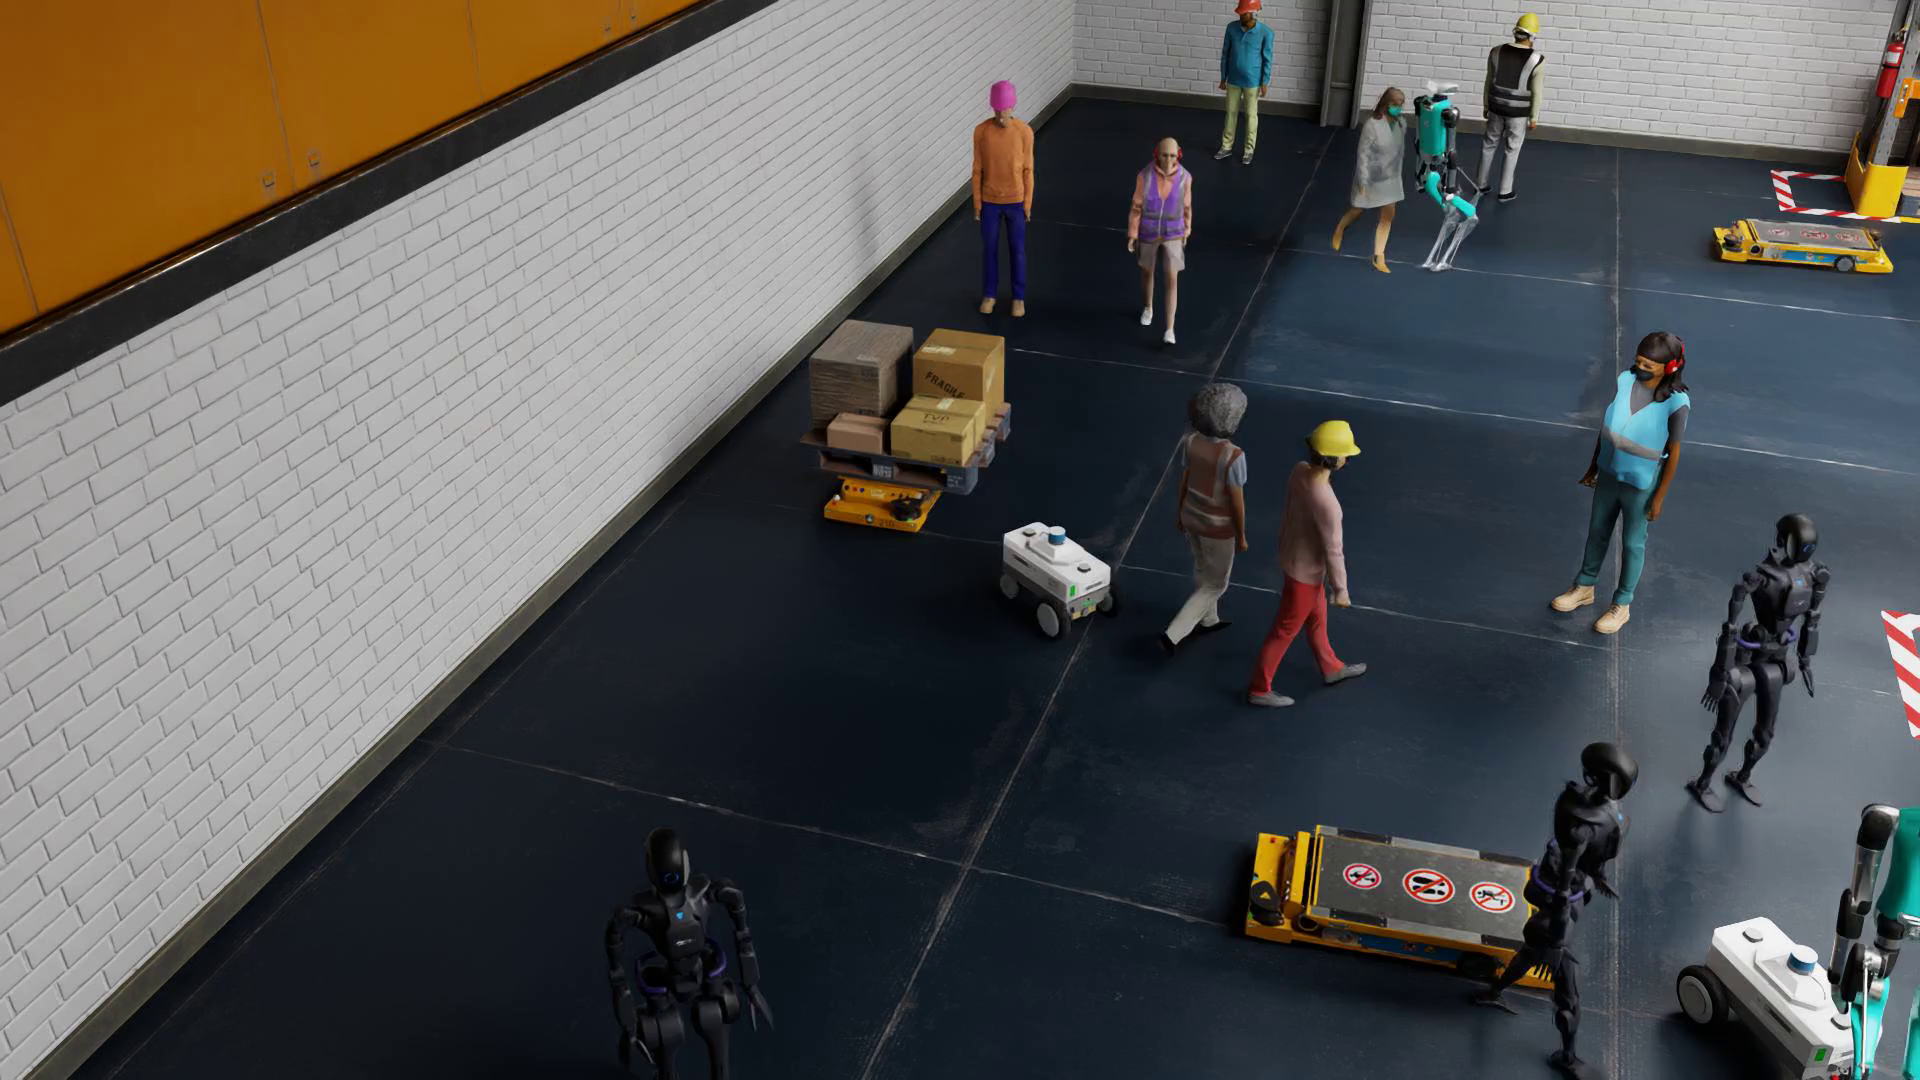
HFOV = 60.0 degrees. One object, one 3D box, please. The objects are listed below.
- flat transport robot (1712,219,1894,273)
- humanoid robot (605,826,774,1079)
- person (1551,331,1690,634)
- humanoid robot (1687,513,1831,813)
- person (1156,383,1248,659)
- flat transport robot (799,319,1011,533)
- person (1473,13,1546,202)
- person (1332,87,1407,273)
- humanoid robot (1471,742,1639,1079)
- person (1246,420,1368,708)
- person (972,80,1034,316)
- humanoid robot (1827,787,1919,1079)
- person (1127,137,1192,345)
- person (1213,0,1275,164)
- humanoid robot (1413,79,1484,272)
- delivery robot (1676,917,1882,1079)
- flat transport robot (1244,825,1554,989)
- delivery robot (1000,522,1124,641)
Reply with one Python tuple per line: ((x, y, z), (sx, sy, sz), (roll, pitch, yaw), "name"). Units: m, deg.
((7.694, -2.691, 15.203), (1.431, 0.231, 0.659), (7, 31, 13), "flat transport robot")
((-1.046, 1.706, 6.355), (0.595, 1.640, 0.619), (-13, 33, -20), "humanoid robot")
((3.874, -0.345, 9.632), (0.389, 1.871, 0.529), (-19, 35, -29), "person")
((3.947, 0.614, 8.192), (0.585, 1.655, 0.334), (-8, 31, -14), "humanoid robot")
((1.370, -0.081, 9.374), (0.670, 1.666, 0.453), (-20, 36, -30), "person")
((-0.379, -0.505, 11.484), (0.659, 0.231, 1.431), (9, 32, 15), "flat transport robot")
((5.398, -4.226, 16.288), (0.599, 1.820, 0.403), (24, 38, 35), "person")
((3.673, -3.244, 14.784), (0.500, 1.629, 0.714), (-7, 31, -12), "person")
((2.489, 1.462, 6.779), (0.652, 1.647, 0.600), (19, 35, 29), "humanoid robot")
((1.962, 0.148, 8.928), (0.807, 1.730, 0.536), (-3, 31, -5), "person")
((0.350, -2.815, 13.739), (0.511, 1.975, 0.406), (3, 31, 6), "person")
((3.496, 1.783, 6.183), (0.552, 1.762, 0.922), (12, 33, 20), "humanoid robot")
((1.597, -2.404, 13.352), (0.501, 1.648, 0.900), (4, 31, 7), "person")
((2.960, -4.820, 17.365), (0.562, 1.746, 0.336), (19, 36, 29), "person")
((4.300, -3.162, 14.570), (0.766, 1.783, 0.538), (-12, 32, -19), "humanoid robot")
((3.481, 1.953, 7.007), (0.499, 0.581, 0.774), (-9, 32, -15), "delivery robot")
((2.085, 1.687, 7.755), (1.431, 0.231, 0.659), (8, 31, 13), "flat transport robot")
((0.585, 0.205, 9.989), (0.499, 0.588, 0.774), (-21, 36, -31), "delivery robot")
